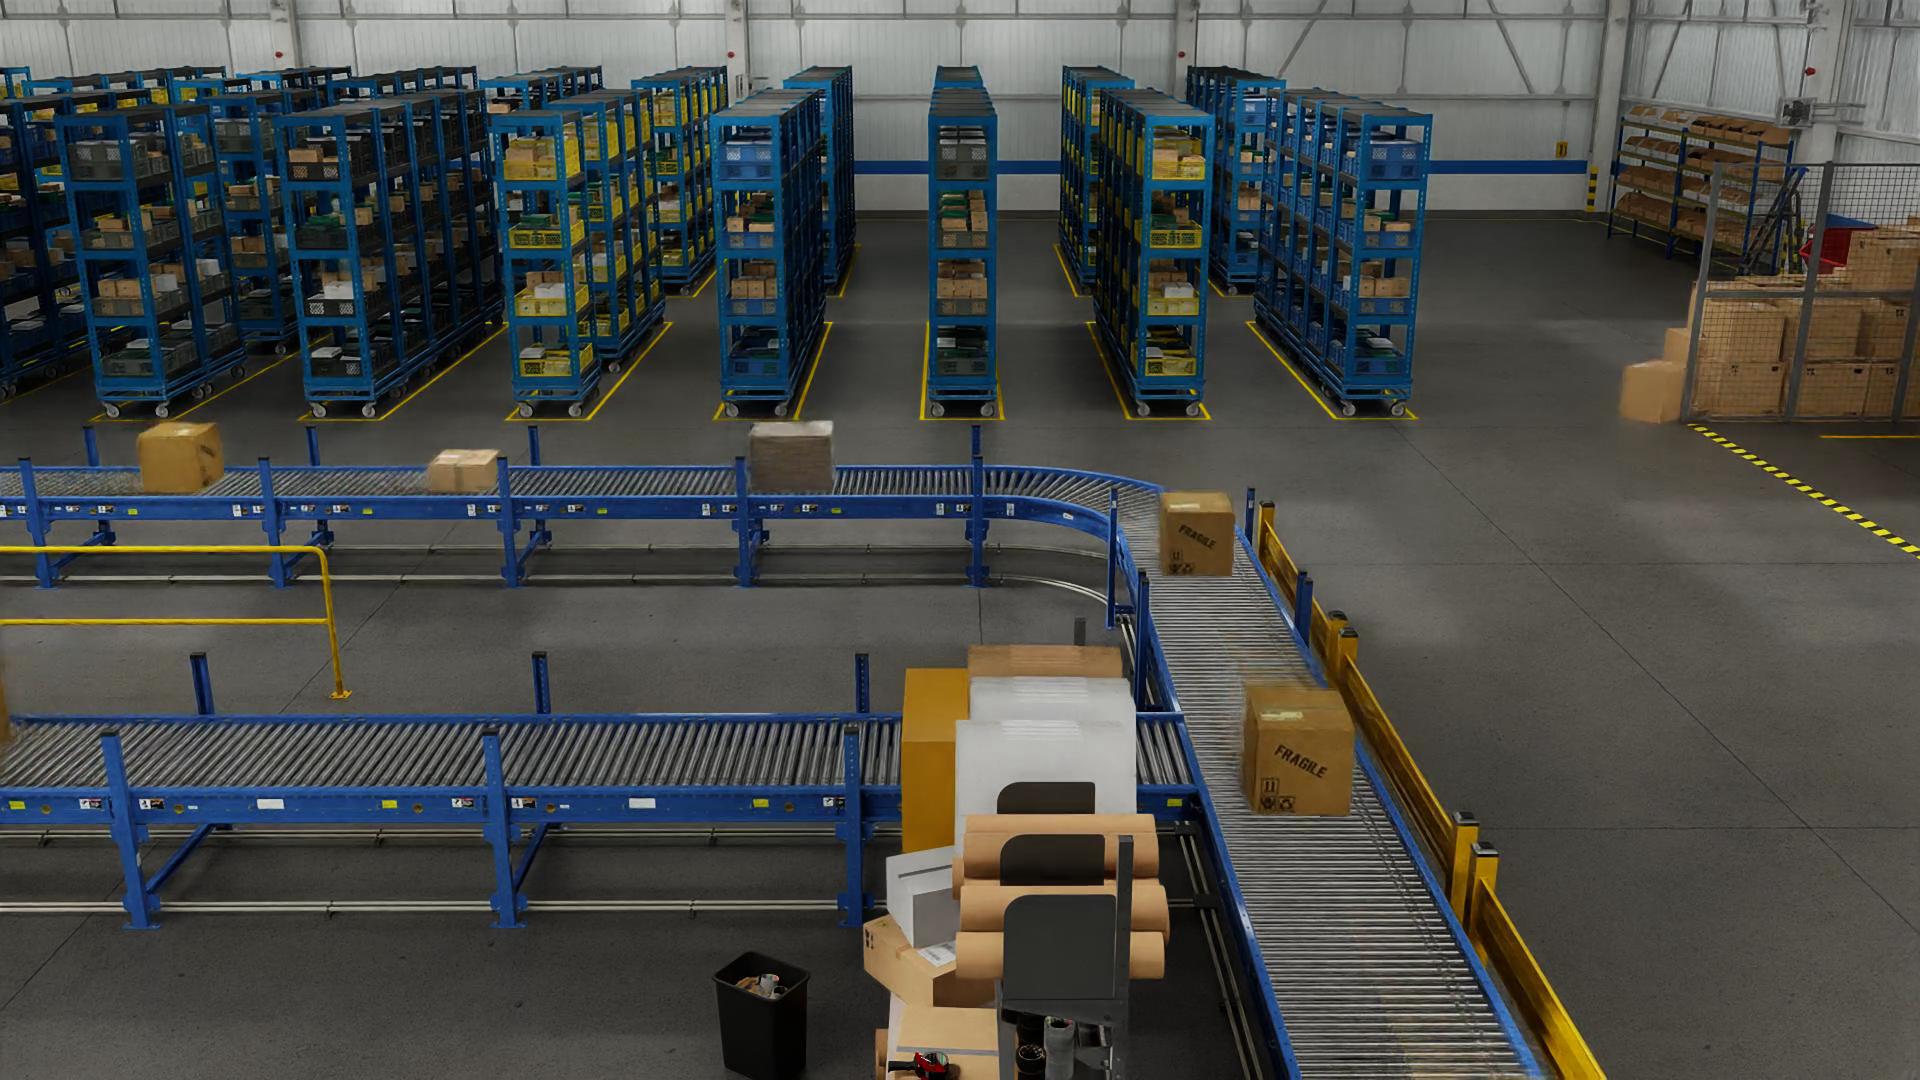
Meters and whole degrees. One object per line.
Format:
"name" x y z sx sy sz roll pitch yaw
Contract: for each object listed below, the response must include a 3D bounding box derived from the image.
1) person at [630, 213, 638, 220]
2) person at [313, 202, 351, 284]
"person" -6.210 -5.969 31.096 0.576 1.809 0.888 -3 18 -9
"person" -10.481 -4.866 27.753 0.943 1.782 0.612 0 18 -1
